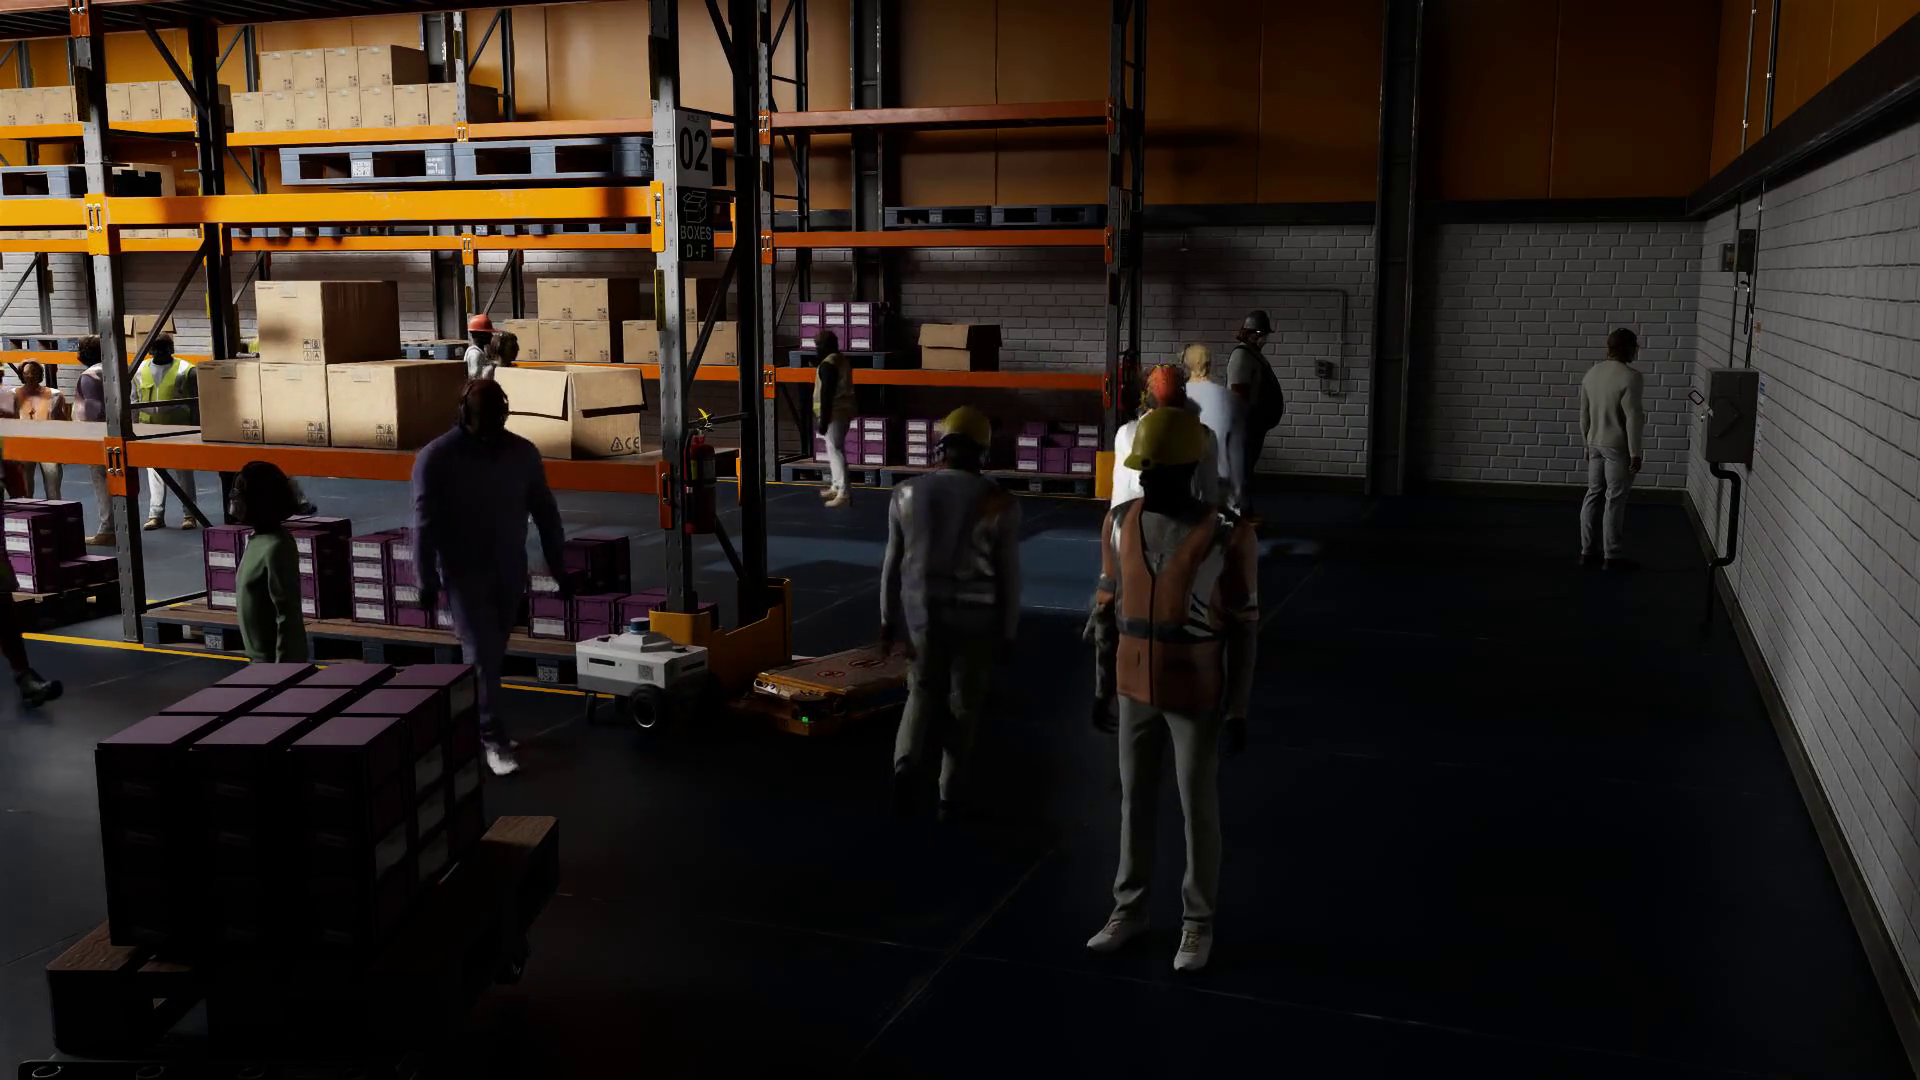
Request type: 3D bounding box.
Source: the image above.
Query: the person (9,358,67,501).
[{"bbox_3d":[-8.053,-0.764,14.511,0.514,1.641,0.308,-6,11,-34],"label":"person"}]

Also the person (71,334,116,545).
[{"bbox_3d":[-7.539,-0.880,14.597,0.429,1.846,0.633,-1,9,-5],"label":"person"}]

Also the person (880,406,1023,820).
[{"bbox_3d":[-0.046,0.339,7.073,0.619,1.803,0.604,3,9,16],"label":"person"}]

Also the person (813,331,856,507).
[{"bbox_3d":[-1.298,-1.263,17.209,0.539,1.798,0.772,2,9,11],"label":"person"}]

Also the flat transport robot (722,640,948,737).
[{"bbox_3d":[-0.549,0.783,9.077,0.652,0.197,1.431,7,12,39],"label":"flat transport robot"}]

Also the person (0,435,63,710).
[{"bbox_3d":[-5.326,0.000,8.941,0.978,1.880,0.579,5,10,28],"label":"person"}]

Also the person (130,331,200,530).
[{"bbox_3d":[-7.347,-1.005,15.395,0.633,1.841,0.429,-1,9,-7],"label":"person"}]

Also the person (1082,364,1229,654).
[{"bbox_3d":[1.215,-0.185,10.320,0.982,1.814,0.482,4,10,23],"label":"person"}]

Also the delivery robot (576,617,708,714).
[{"bbox_3d":[-1.673,0.650,8.733,0.707,0.478,0.477,5,11,30],"label":"delivery robot"}]

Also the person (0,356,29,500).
[{"bbox_3d":[-7.839,-0.657,13.469,0.452,1.753,0.539,3,10,21],"label":"person"}]

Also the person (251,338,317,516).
[{"bbox_3d":[-6.600,-1.057,15.924,0.940,1.783,0.590,6,11,31],"label":"person"}]

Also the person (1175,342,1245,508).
[{"bbox_3d":[1.556,-0.337,10.977,0.699,1.921,0.635,-2,9,-11],"label":"person"}]

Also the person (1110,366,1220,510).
[{"bbox_3d":[1.132,-0.013,9.104,0.608,1.866,0.660,0,9,-1],"label":"person"}]

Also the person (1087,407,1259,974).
[{"bbox_3d":[0.711,0.505,5.661,0.586,1.921,0.383,6,11,33],"label":"person"}]

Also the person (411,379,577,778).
[{"bbox_3d":[-2.208,0.166,7.947,0.855,1.859,0.680,9,12,43],"label":"person"}]

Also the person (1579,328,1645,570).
[{"bbox_3d":[5.239,-0.729,13.351,0.354,1.938,0.636,-3,10,-19],"label":"person"}]

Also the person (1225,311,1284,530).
[{"bbox_3d":[2.749,-1.128,15.539,0.536,2.000,0.676,3,10,19],"label":"person"}]

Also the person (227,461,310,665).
[{"bbox_3d":[-2.727,0.499,6.589,0.278,1.636,0.505,-6,11,-34],"label":"person"}]

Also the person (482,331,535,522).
[{"bbox_3d":[-4.354,-1.075,15.874,0.555,1.830,0.514,4,10,23],"label":"person"}]

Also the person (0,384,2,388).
[{"bbox_3d":[-9.861,-1.262,16.736,0.374,1.928,0.542,5,11,31],"label":"person"}]

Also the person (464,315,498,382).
[{"bbox_3d":[-5.131,-1.449,17.878,0.374,1.935,0.552,-3,10,-18],"label":"person"}]
